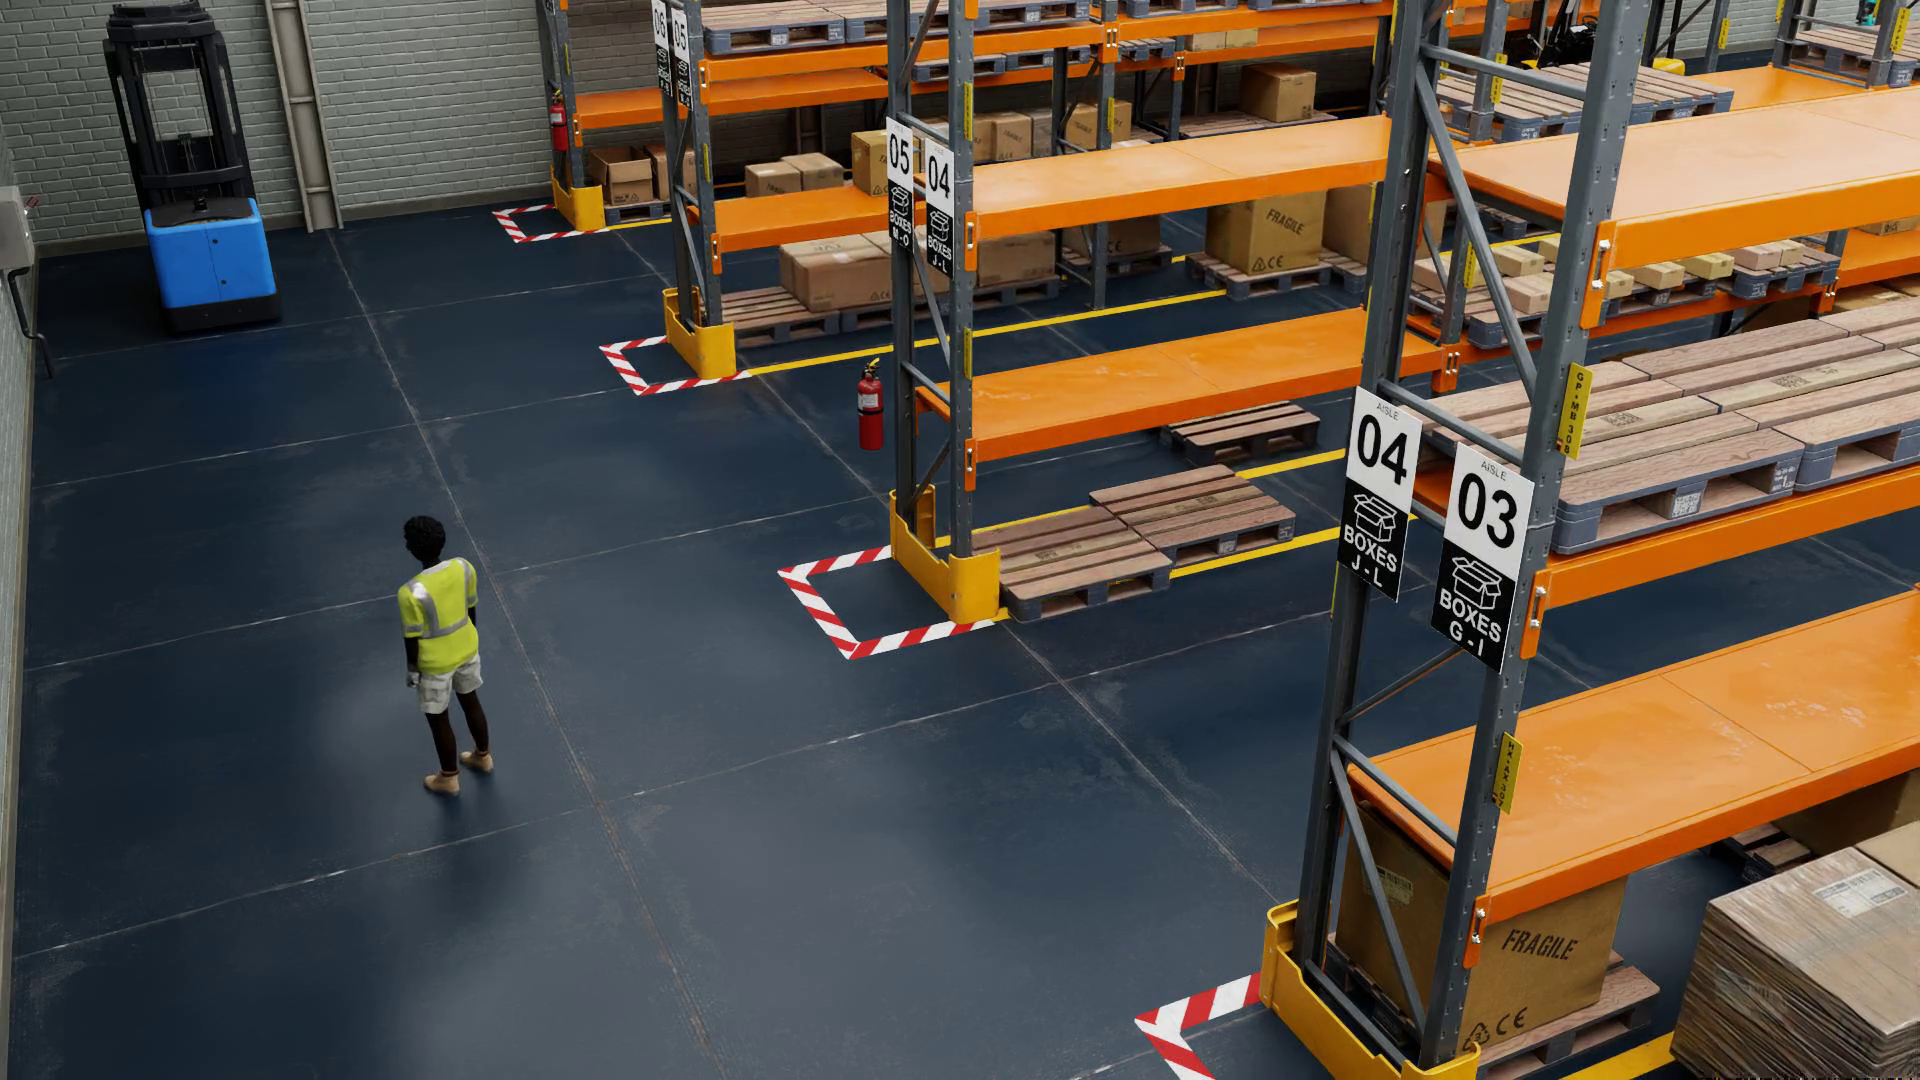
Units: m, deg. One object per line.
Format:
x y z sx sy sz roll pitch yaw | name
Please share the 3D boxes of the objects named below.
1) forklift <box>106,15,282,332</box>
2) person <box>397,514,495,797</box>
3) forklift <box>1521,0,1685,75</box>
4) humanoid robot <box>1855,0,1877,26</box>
-7.548 -3.672 16.323 1.129 2.768 1.873 -12 30 -22 | forklift
-2.884 0.642 9.332 0.320 1.686 0.538 14 31 25 | person
8.950 -6.807 23.056 1.214 2.155 2.313 -12 30 -22 | forklift
14.556 -8.203 26.339 0.759 1.903 0.559 -18 32 -30 | humanoid robot
